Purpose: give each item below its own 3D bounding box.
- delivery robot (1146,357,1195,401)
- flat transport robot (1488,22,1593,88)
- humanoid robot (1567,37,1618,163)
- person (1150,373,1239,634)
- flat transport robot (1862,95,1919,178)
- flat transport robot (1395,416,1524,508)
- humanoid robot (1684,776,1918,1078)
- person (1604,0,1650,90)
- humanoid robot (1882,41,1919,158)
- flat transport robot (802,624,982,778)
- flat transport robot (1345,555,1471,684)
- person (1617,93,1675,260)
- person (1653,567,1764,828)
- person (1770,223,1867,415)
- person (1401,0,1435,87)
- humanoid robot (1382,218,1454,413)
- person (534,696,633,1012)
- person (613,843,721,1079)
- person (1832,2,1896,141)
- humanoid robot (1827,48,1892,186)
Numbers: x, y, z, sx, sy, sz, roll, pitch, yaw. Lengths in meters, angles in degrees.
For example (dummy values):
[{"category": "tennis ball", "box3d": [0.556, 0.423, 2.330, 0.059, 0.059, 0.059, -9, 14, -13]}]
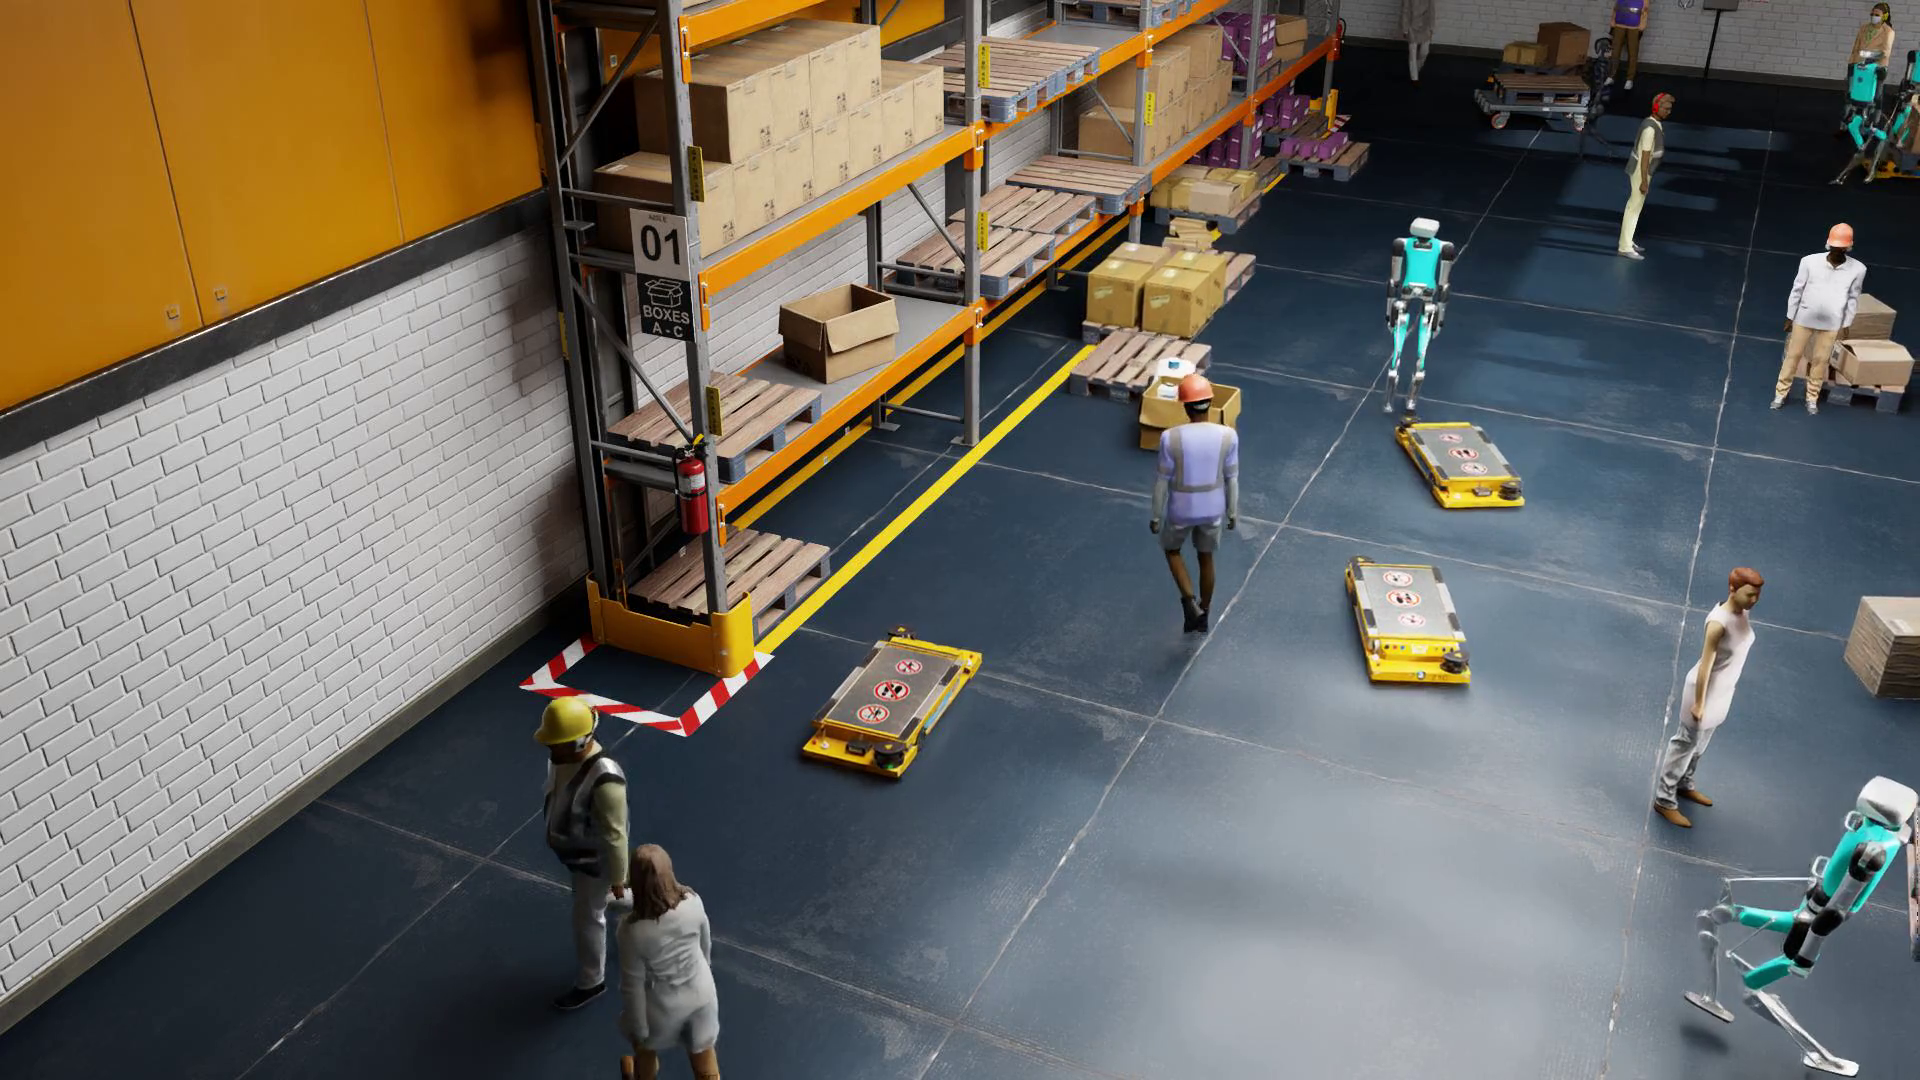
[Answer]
[{"category": "delivery robot", "box3d": [1.922, -1.354, 14.929, 0.524, 0.586, 0.754, 6, 29, 11]}, {"category": "flat transport robot", "box3d": [9.135, -7.246, 26.164, 1.431, 0.231, 0.659, 22, 35, 35]}, {"category": "humanoid robot", "box3d": [8.511, -5.816, 22.048, 0.590, 1.637, 0.608, 6, 29, 11]}, {"category": "person", "box3d": [1.610, -0.202, 11.379, 0.622, 1.904, 0.554, -3, 29, -6]}, {"category": "flat transport robot", "box3d": [12.660, -4.869, 21.756, 1.431, 0.231, 0.659, 7, 29, 13]}, {"category": "flat transport robot", "box3d": [4.176, -0.665, 13.961, 0.659, 0.231, 1.431, -1, 28, -3]}, {"category": "humanoid robot", "box3d": [3.884, 1.781, 7.918, 1.035, 1.738, 0.547, 19, 34, 31]}, {"category": "person", "box3d": [10.377, -7.991, 25.816, 0.555, 1.918, 0.458, 24, 36, 37]}, {"category": "humanoid robot", "box3d": [12.207, -5.535, 21.472, 0.675, 1.817, 0.552, -15, 32, -26]}, {"category": "flat transport robot", "box3d": [-0.417, 1.028, 10.822, 0.659, 0.231, 1.431, 11, 30, 19]}, {"category": "flat transport robot", "box3d": [3.134, 0.545, 11.718, 0.659, 0.231, 1.431, 2, 28, 4]}, {"category": "person", "box3d": [7.658, -4.092, 18.662, 0.389, 1.838, 0.563, 12, 30, 21]}, {"category": "person", "box3d": [4.354, 0.883, 9.624, 0.449, 1.656, 0.279, -24, 36, -37]}, {"category": "person", "box3d": [7.659, -1.972, 14.819, 0.560, 1.752, 0.325, 12, 30, 21]}, {"category": "person", "box3d": [7.131, -8.011, 25.959, 0.535, 1.805, 0.451, 2, 28, 3]}, {"category": "humanoid robot", "box3d": [3.992, -1.902, 14.690, 0.541, 1.774, 0.703, 10, 30, 18]}, {"category": "person", "box3d": [-1.794, 1.507, 8.323, 0.701, 1.801, 0.601, -19, 34, -31]}, {"category": "person", "box3d": [-1.316, 2.060, 7.486, 0.500, 1.603, 0.887, -19, 34, -31]}, {"category": "person", "box3d": [12.617, -6.512, 23.126, 0.391, 1.869, 0.554, -16, 32, -26]}, {"category": "humanoid robot", "box3d": [11.599, -5.357, 21.138, 0.926, 1.774, 0.549, -10, 30, -17]}]
